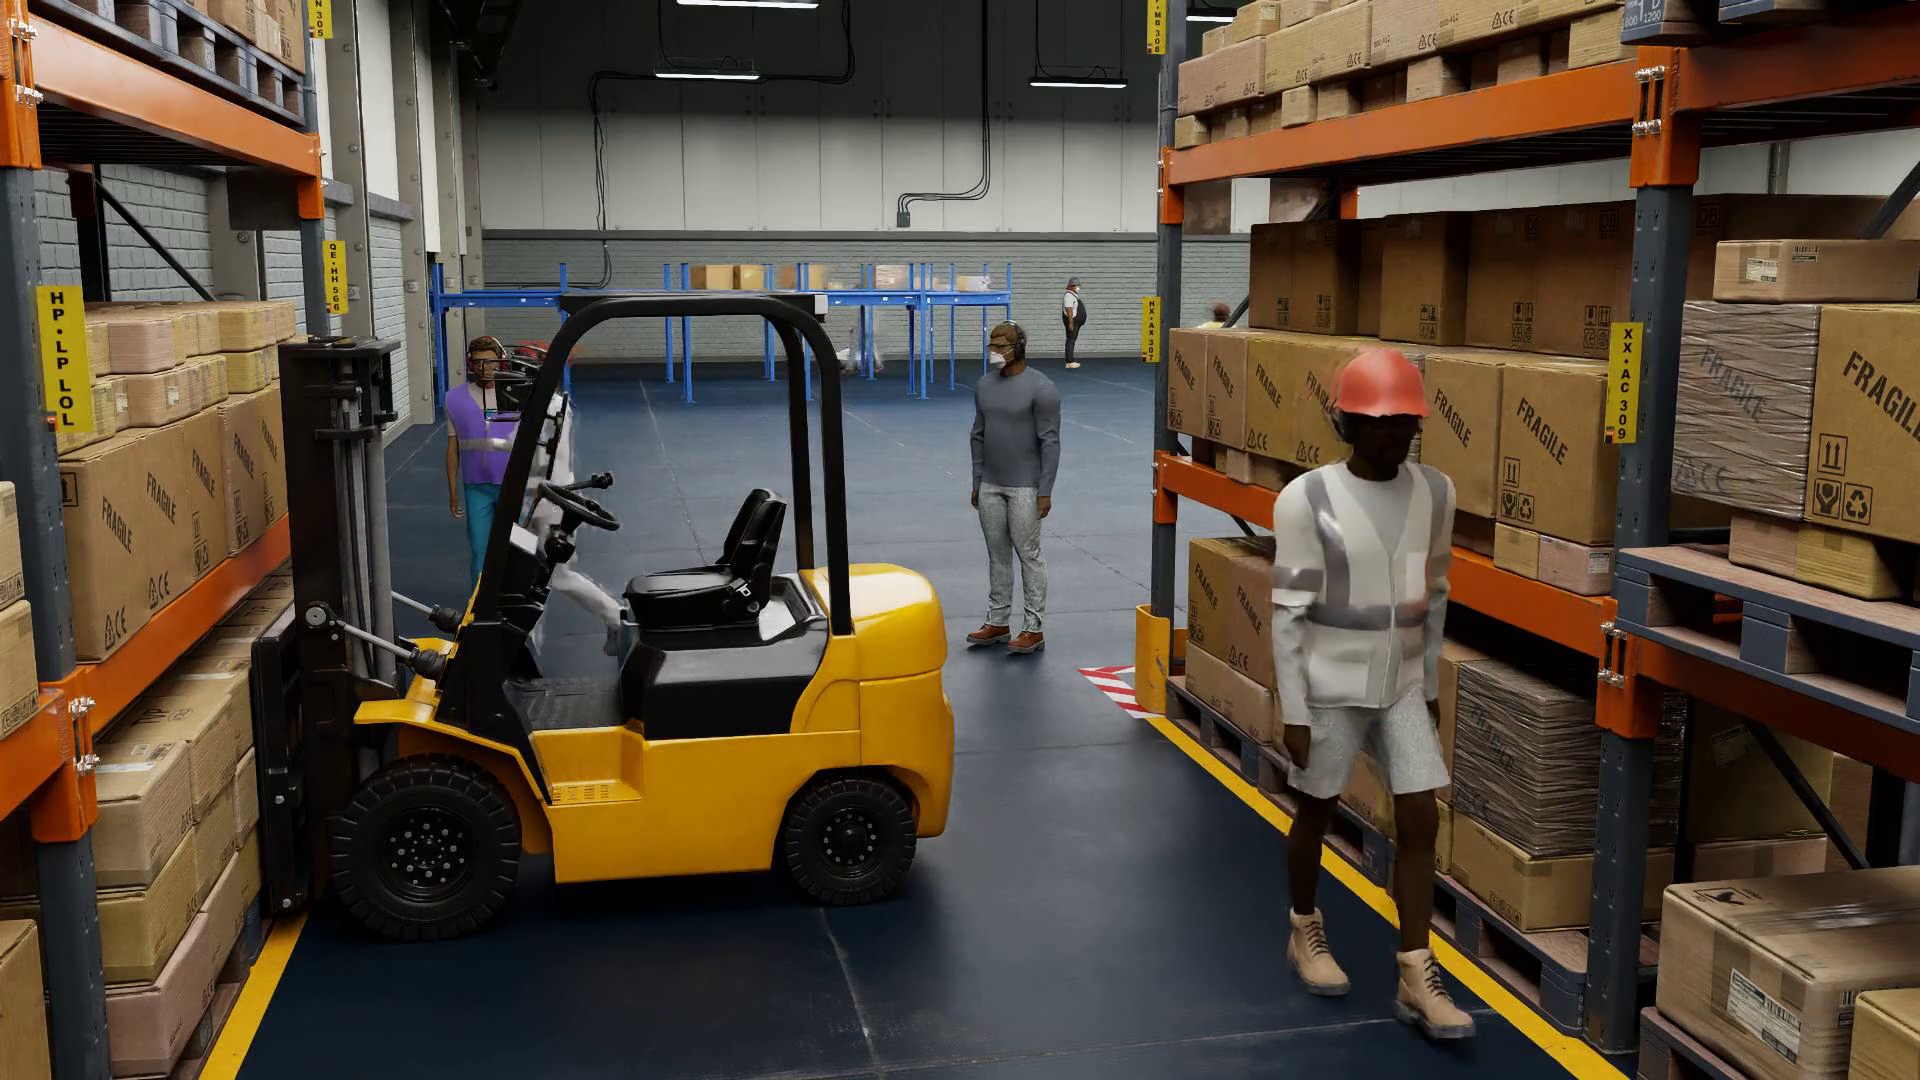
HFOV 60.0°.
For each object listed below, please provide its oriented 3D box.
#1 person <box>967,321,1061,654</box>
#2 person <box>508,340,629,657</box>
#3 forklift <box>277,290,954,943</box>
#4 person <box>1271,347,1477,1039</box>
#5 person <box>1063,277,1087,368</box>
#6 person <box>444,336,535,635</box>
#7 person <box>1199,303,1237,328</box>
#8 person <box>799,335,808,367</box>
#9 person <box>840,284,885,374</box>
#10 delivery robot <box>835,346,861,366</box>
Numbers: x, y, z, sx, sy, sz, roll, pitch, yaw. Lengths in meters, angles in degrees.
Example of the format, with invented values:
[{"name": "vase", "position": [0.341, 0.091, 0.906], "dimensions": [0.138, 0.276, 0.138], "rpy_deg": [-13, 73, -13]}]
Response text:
[{"name": "person", "position": [0.306, -0.313, 9.766], "dimensions": [0.635, 1.937, 0.352], "rpy_deg": [9, 13, 43]}, {"name": "person", "position": [-2.244, -0.183, 9.236], "dimensions": [0.821, 1.859, 0.584], "rpy_deg": [-7, 11, -35]}, {"name": "forklift", "position": [-1.179, 0.175, 6.143], "dimensions": [2.313, 2.155, 1.214], "rpy_deg": [-2, 10, -12]}, {"name": "person", "position": [1.231, 0.450, 4.890], "dimensions": [0.637, 2.005, 0.892], "rpy_deg": [-3, 10, -17]}, {"name": "person", "position": [2.584, -4.889, 37.476], "dimensions": [0.537, 2.000, 0.689], "rpy_deg": [2, 9, 9]}, {"name": "person", "position": [-2.817, -0.314, 10.086], "dimensions": [0.563, 1.838, 0.378], "rpy_deg": [-1, 9, -6]}, {"name": "person", "position": [3.315, -2.155, 21.426], "dimensions": [0.637, 1.801, 0.950], "rpy_deg": [4, 10, 21]}, {"name": "person", "position": [-3.423, -4.503, 36.233], "dimensions": [0.287, 1.631, 0.501], "rpy_deg": [0, 9, 2]}, {"name": "person", "position": [-2.073, -4.486, 35.353], "dimensions": [1.006, 1.899, 0.632], "rpy_deg": [-2, 9, -10]}, {"name": "delivery robot", "position": [-2.431, -3.989, 36.222], "dimensions": [0.707, 0.478, 0.477], "rpy_deg": [2, 10, 14]}]
